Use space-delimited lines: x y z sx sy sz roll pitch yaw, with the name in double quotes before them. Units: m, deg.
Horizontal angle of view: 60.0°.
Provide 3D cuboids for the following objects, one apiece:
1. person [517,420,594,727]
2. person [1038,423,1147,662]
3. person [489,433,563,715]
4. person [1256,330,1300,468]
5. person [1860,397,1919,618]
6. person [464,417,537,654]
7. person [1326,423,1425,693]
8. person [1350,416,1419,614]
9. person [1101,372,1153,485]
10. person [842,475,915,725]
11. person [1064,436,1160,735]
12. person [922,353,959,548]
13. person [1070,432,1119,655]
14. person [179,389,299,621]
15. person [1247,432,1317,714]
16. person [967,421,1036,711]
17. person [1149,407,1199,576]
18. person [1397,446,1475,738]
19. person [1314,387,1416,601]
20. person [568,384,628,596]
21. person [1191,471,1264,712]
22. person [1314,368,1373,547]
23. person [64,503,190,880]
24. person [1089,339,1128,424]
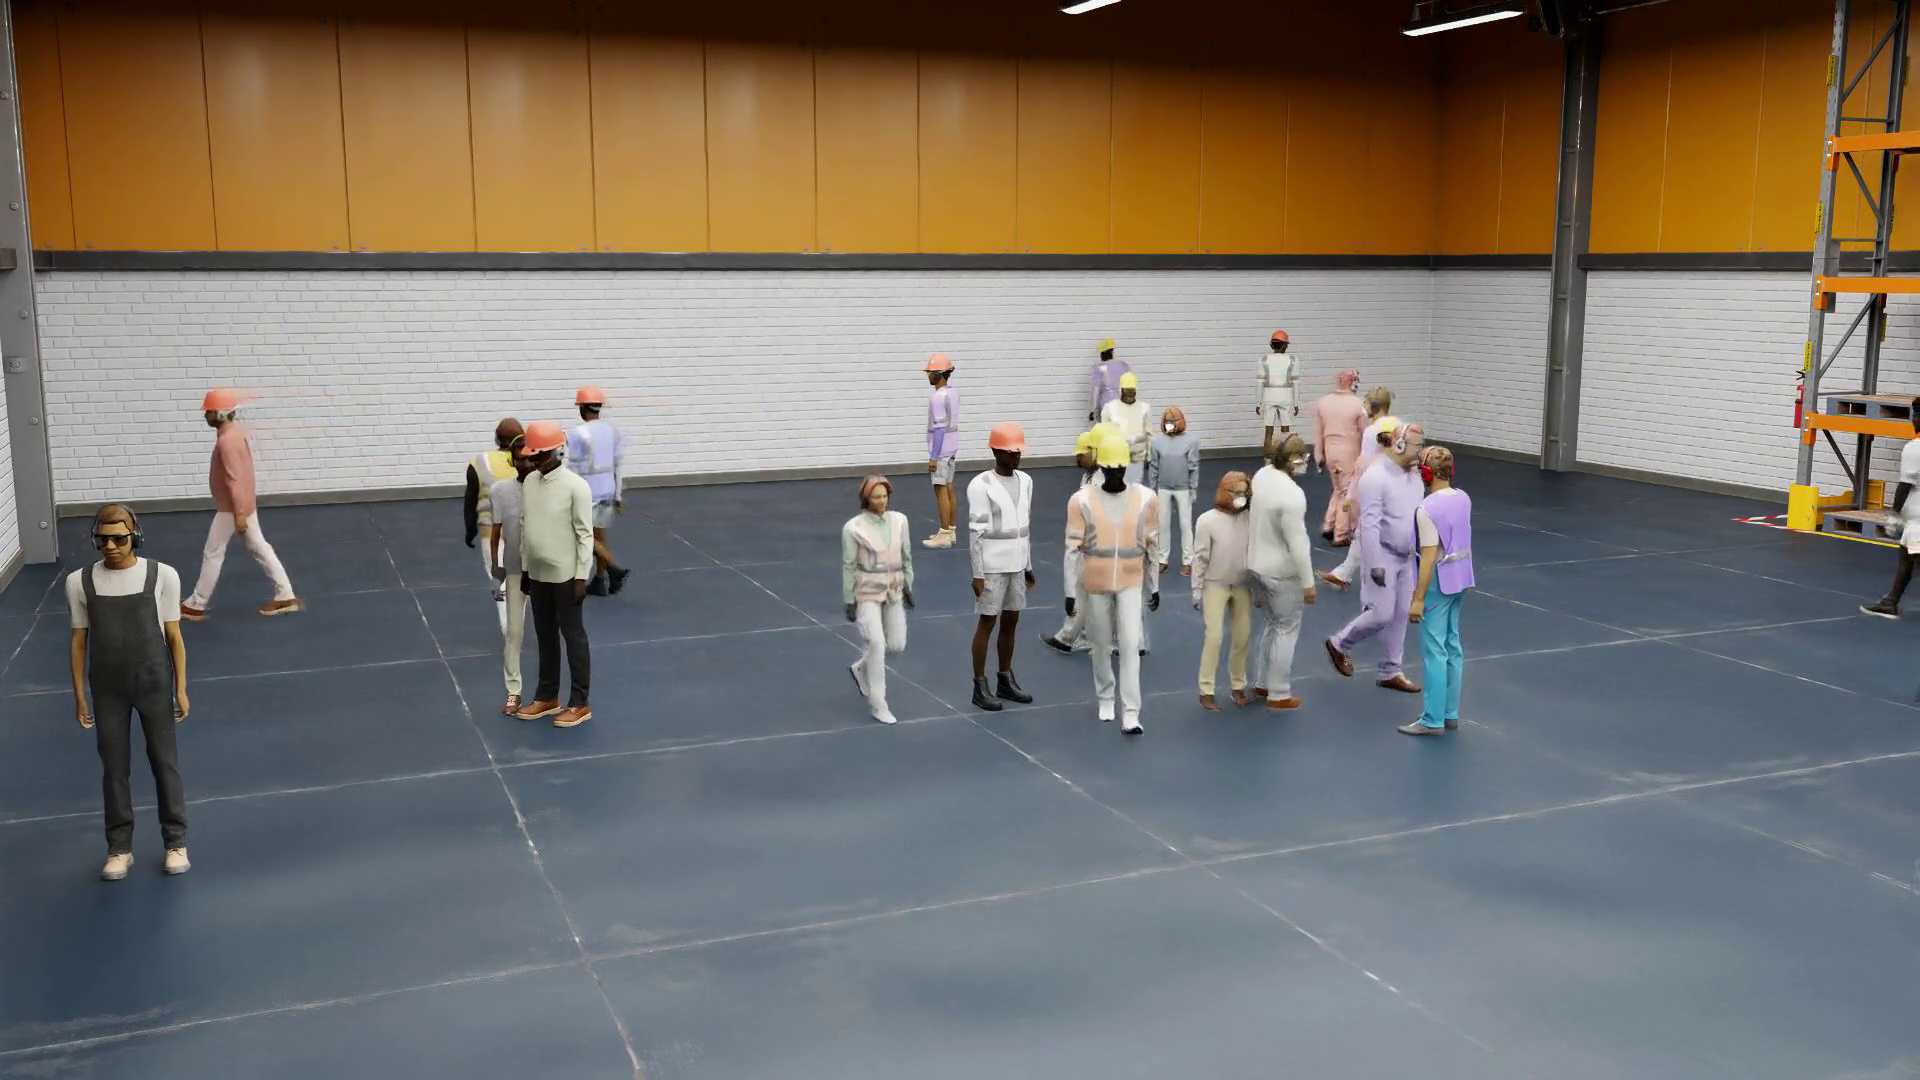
"person" -2.629 0.211 10.731 0.610 1.986 0.393 6 11 34
"person" 1.039 0.021 12.493 0.851 1.787 0.605 5 11 30
"person" -2.855 0.226 11.015 0.509 1.865 0.328 -3 10 -18
"person" 4.559 -1.987 23.882 0.613 2.039 0.389 2 10 11
"person" 7.949 -0.234 13.623 0.616 1.929 0.983 -5 11 -29
"person" -3.482 -0.046 12.876 0.627 1.802 0.956 -4 10 -24
"person" 2.942 0.119 11.592 0.661 1.885 0.582 -8 12 -40
"person" 3.429 -0.124 13.468 0.534 1.745 0.583 3 10 17
"person" 1.832 -0.964 18.388 0.599 1.811 0.746 -2 10 -12
"person" -0.568 0.365 10.893 0.518 1.617 0.553 -8 12 -39
"person" 0.968 0.291 10.516 0.622 1.882 0.927 0 9 1
"person" -0.215 -0.938 17.519 0.372 2.042 0.615 3 10 15
"person" 1.006 0.040 12.540 0.562 1.718 0.497 -4 10 -22
"person" -6.116 -0.295 13.928 1.055 1.939 0.642 -2 10 -13
"person" 2.165 0.226 10.940 0.559 1.904 0.661 -2 10 -15
"person" 0.305 0.167 11.140 0.550 1.935 0.375 -9 13 -42
"person" 2.045 -0.469 15.944 0.497 1.622 0.295 4 10 24
"person" 3.011 0.329 10.455 0.396 1.839 0.564 8 12 41
"person" 3.657 -0.414 14.799 1.014 1.883 0.651 5 11 30
"person" -3.184 -0.419 14.751 0.611 1.917 0.554 6 11 34
"person" 1.786 0.335 11.096 0.519 1.621 0.332 -3 10 -15
"person" 4.081 -0.864 17.536 0.442 1.887 0.647 -7 12 -35
"person" -4.013 0.729 8.047 0.509 1.841 0.337 -3 10 -19
"person" 2.198 -1.968 24.278 0.662 1.906 0.430 -5 11 -30
